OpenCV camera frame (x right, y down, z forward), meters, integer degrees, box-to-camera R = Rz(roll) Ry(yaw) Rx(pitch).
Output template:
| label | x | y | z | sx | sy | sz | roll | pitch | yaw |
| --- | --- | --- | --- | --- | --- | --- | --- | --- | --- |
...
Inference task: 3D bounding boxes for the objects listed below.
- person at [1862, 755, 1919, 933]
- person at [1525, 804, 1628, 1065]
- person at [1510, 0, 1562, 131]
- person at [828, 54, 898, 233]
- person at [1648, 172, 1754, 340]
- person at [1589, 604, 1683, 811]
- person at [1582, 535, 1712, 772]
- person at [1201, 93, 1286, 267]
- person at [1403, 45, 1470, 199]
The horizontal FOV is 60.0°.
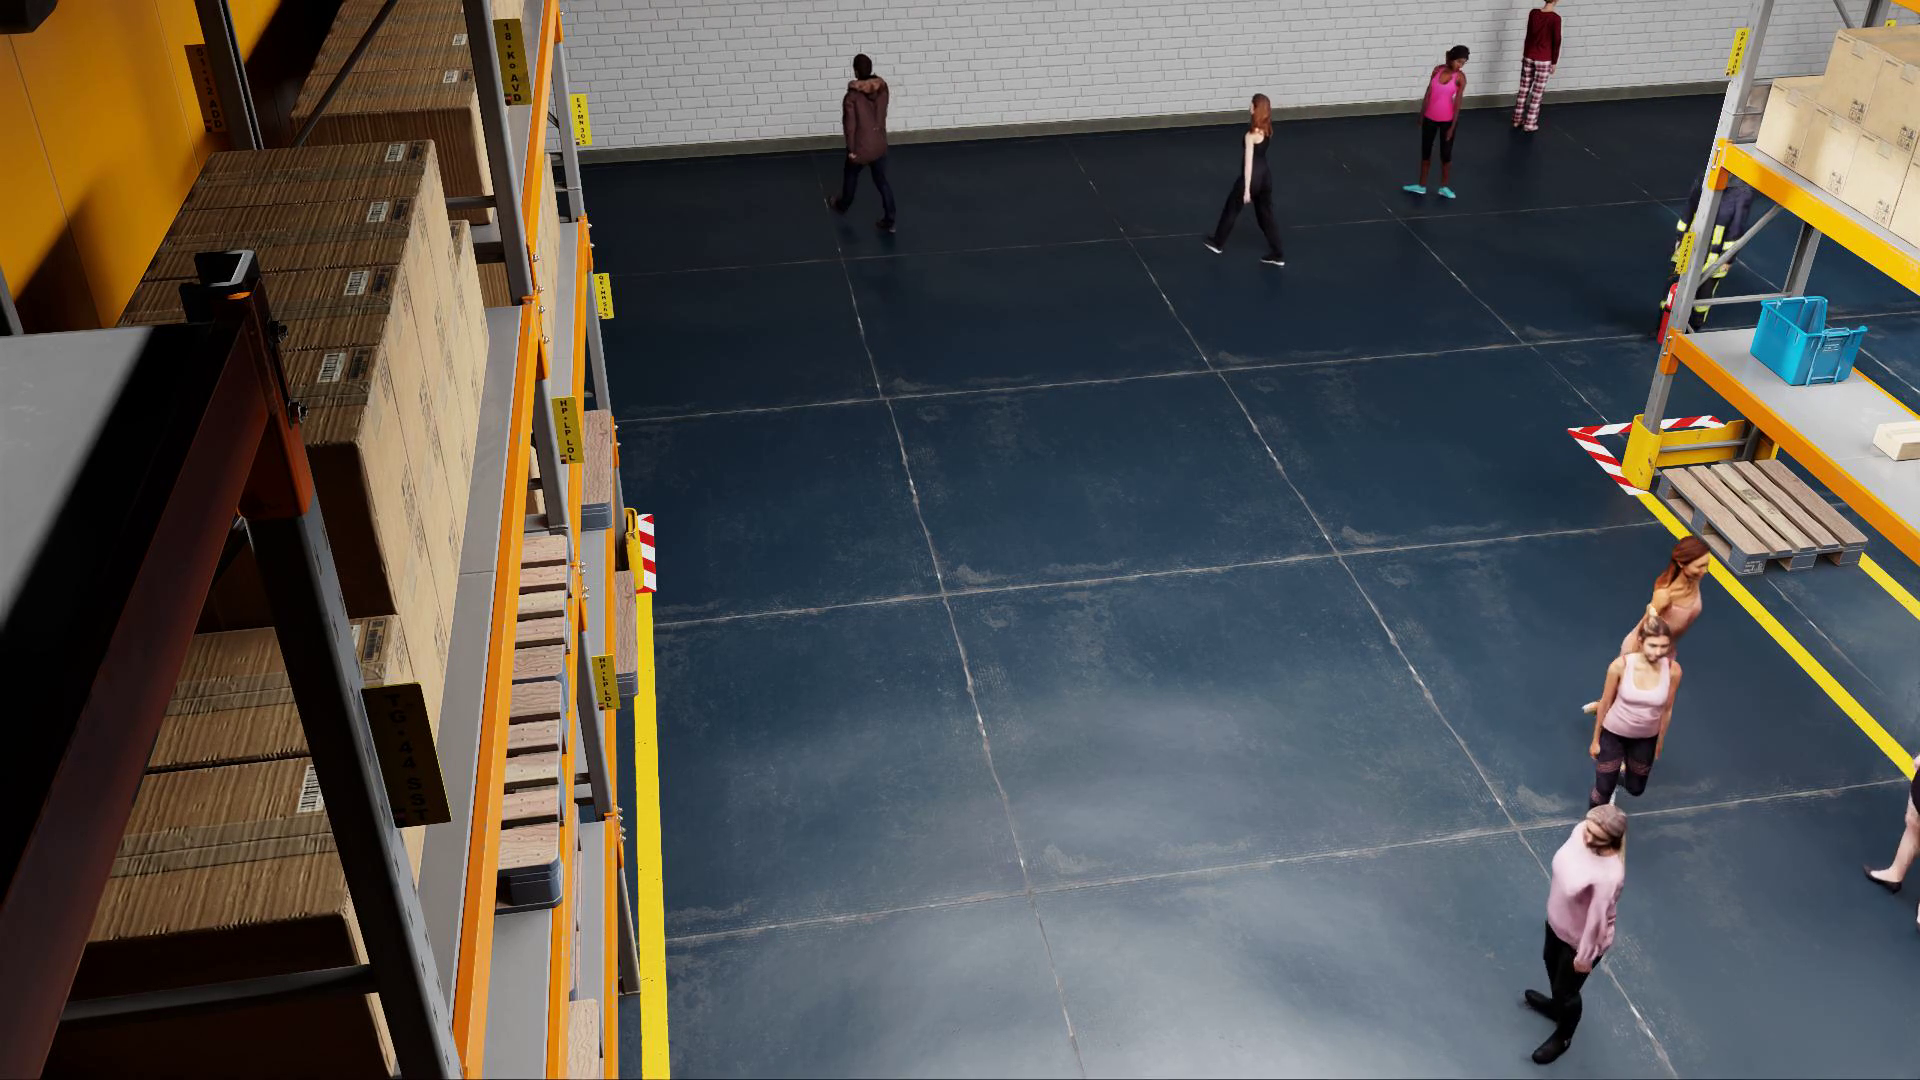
| label | x | y | z | sx | sy | sz | roll | pitch | yaw |
| --- | --- | --- | --- | --- | --- | --- | --- | --- | --- |
| person | 5.351 | 1.304 | 9.063 | 0.801 | 1.803 | 0.481 | 5 | 34 | 7 |
| person | 3.090 | 1.914 | 8.266 | 0.774 | 1.670 | 0.543 | 2 | 34 | 3 |
| person | 6.858 | -5.727 | 19.734 | 0.746 | 1.699 | 0.641 | -27 | 42 | -35 |
| person | -0.894 | -4.019 | 17.087 | 1.105 | 1.785 | 1.319 | -24 | 41 | -32 |
| person | 6.806 | -2.709 | 15.065 | 1.000 | 1.844 | 1.058 | 29 | 43 | 36 |
| person | 3.826 | 1.069 | 9.572 | 0.736 | 1.631 | 0.934 | 5 | 34 | 8 |
| person | 4.098 | 0.651 | 10.043 | 0.805 | 1.806 | 0.921 | -22 | 40 | -30 |
| person | 2.986 | -3.491 | 16.376 | 1.212 | 1.694 | 1.086 | 25 | 41 | 33 |
| person | 5.136 | -4.541 | 17.949 | 0.866 | 1.701 | 0.752 | -19 | 38 | -26 |
